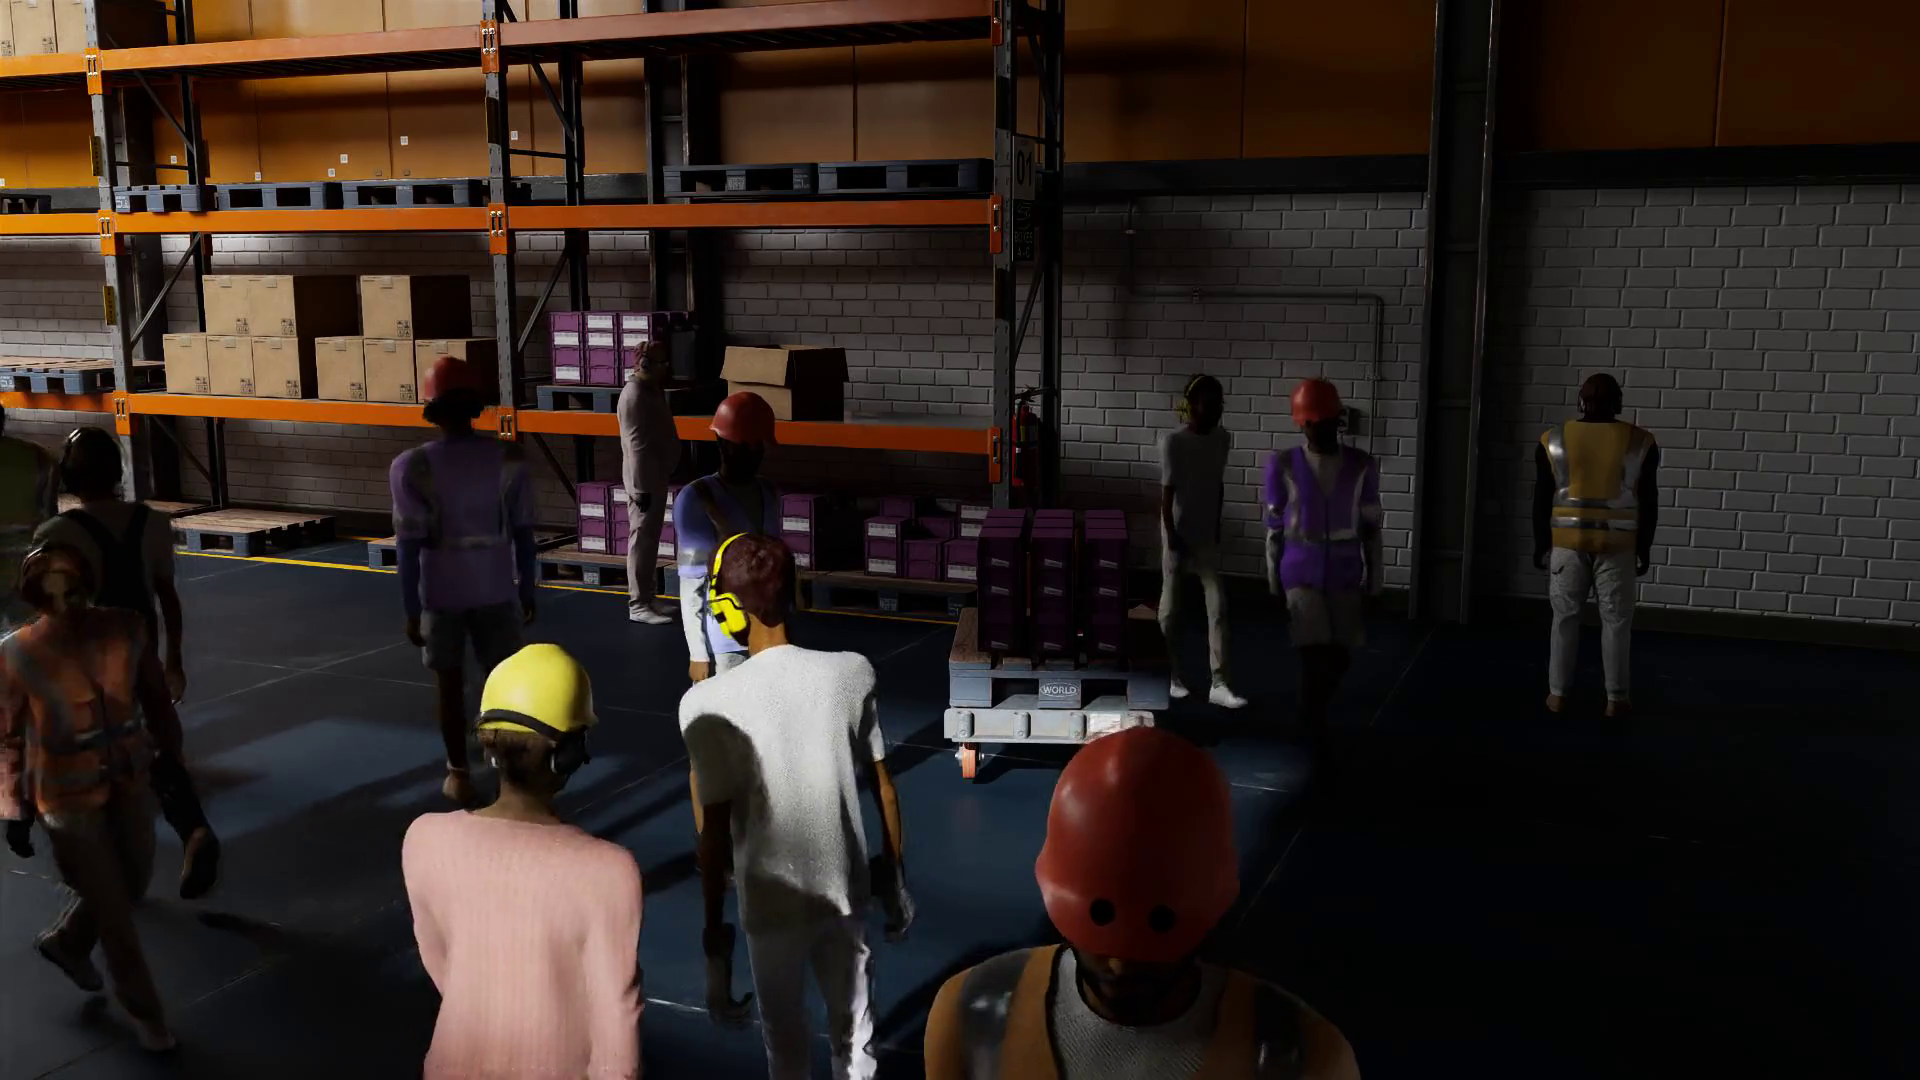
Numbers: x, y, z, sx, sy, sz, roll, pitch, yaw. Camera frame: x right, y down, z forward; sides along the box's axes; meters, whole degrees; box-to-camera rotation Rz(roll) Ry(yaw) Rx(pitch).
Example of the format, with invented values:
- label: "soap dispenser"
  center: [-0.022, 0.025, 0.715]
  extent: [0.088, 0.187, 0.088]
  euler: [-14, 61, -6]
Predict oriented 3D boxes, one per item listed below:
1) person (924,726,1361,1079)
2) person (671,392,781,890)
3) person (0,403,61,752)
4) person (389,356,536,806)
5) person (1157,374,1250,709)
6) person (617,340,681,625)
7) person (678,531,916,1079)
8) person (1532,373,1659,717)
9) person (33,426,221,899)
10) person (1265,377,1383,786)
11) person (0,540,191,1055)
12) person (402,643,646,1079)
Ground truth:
- label: "person"
  center: [0.252, 1.120, 2.173]
  extent: [0.551, 1.911, 0.746]
  euler: [4, 10, 22]
- label: "person"
  center: [-0.854, 0.383, 6.520]
  extent: [0.375, 1.927, 0.543]
  euler: [7, 12, 34]
- label: "person"
  center: [-4.809, 0.155, 8.261]
  extent: [0.914, 1.803, 0.632]
  euler: [8, 12, 38]
- label: "person"
  center: [-2.126, 0.219, 7.212]
  extent: [0.619, 2.028, 0.764]
  euler: [-5, 11, -29]
- label: "person"
  center: [1.300, 0.013, 9.043]
  extent: [0.510, 1.818, 0.801]
  euler: [-5, 11, -25]
- label: "person"
  center: [-2.081, -0.394, 11.243]
  extent: [0.402, 1.904, 0.652]
  euler: [0, 9, -2]
- label: "person"
  center: [-0.337, 0.881, 3.900]
  extent: [0.603, 1.815, 0.928]
  euler: [-4, 10, -23]
- label: "person"
  center: [3.392, 0.030, 8.913]
  extent: [0.623, 1.837, 0.430]
  euler: [4, 10, 24]
- label: "person"
  center: [-3.126, 0.487, 6.217]
  extent: [0.738, 1.826, 0.510]
  euler: [7, 12, 34]
- label: "person"
  center: [1.724, 0.156, 7.976]
  extent: [0.561, 1.902, 0.801]
  euler: [0, 9, 2]
- label: "person"
  center: [-2.718, 0.767, 5.152]
  extent: [0.640, 1.611, 0.565]
  euler: [6, 11, 31]
- label: "person"
  center: [-0.817, 1.043, 3.224]
  extent: [0.530, 1.705, 0.959]
  euler: [2, 10, 11]
